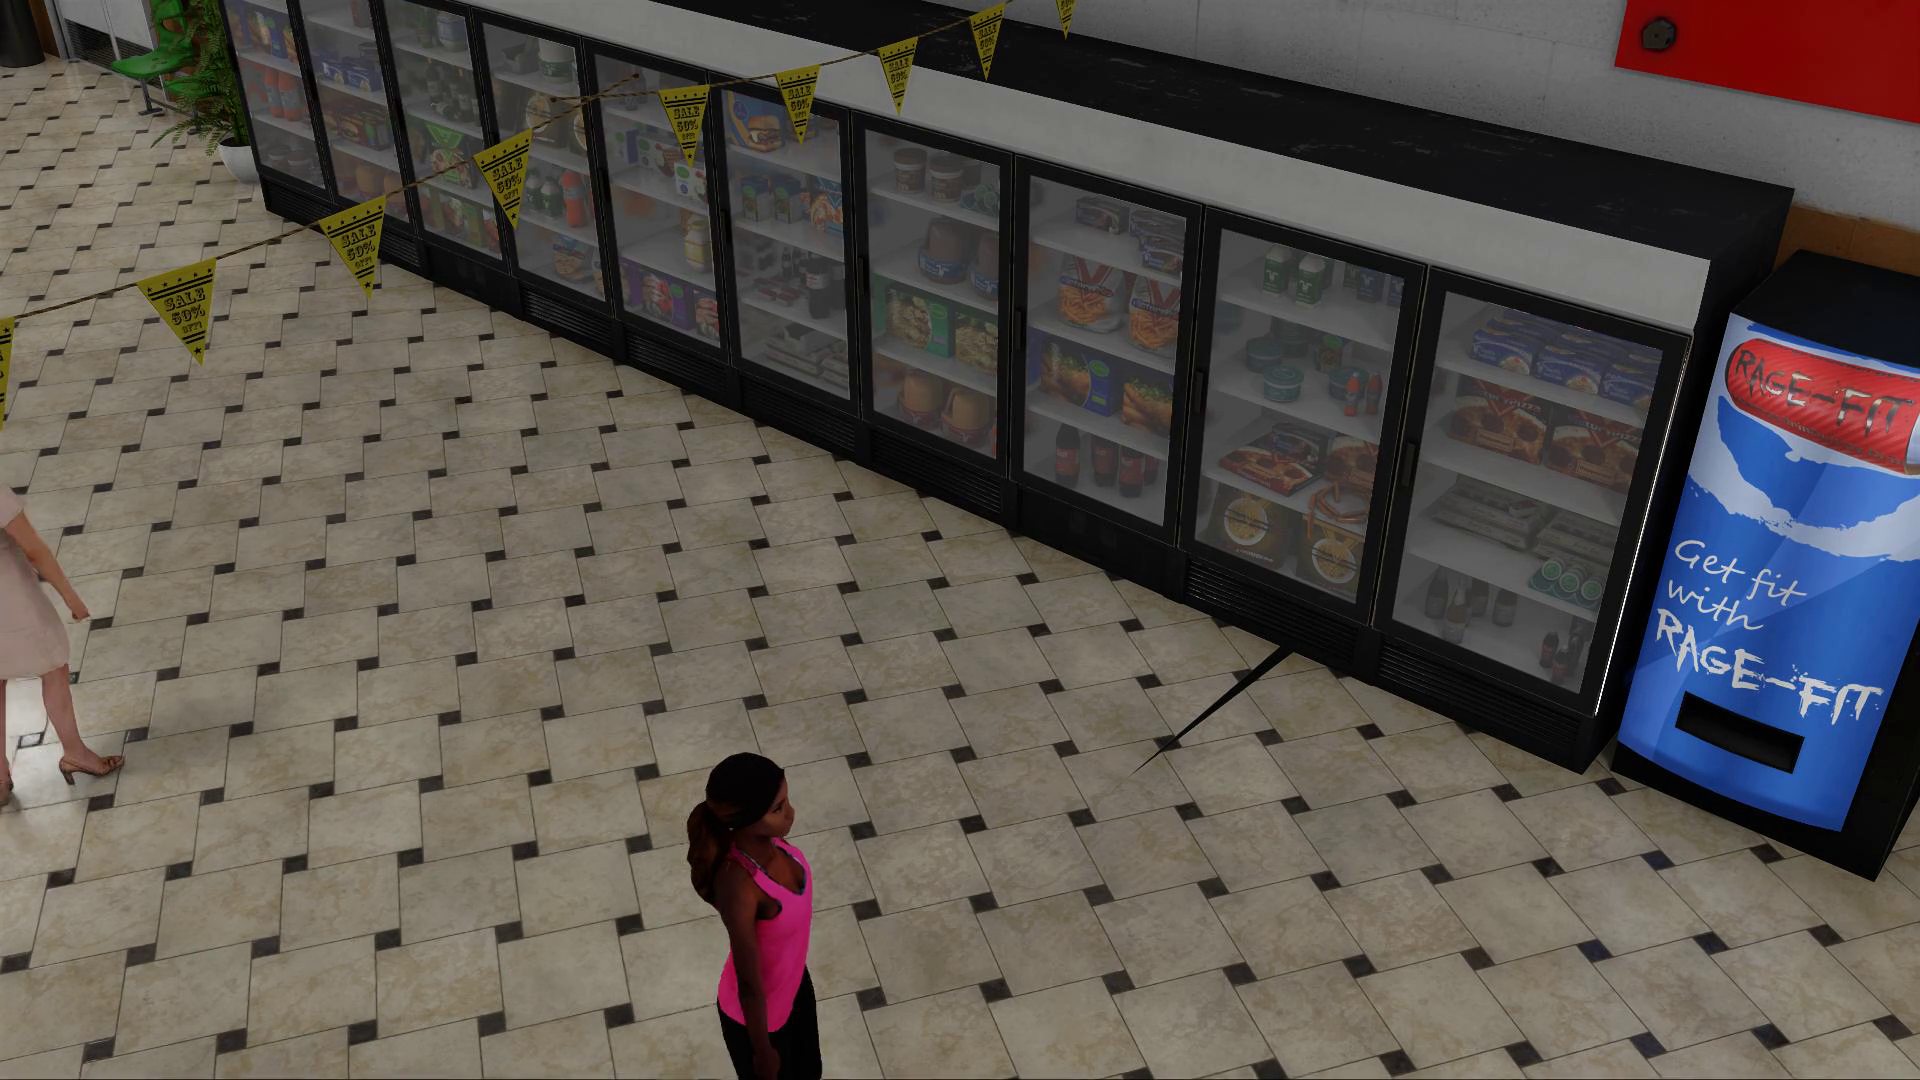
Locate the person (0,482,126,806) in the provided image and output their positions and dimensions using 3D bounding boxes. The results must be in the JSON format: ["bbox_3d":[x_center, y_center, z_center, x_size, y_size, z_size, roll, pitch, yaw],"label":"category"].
[{"bbox_3d":[-3.702,0.266,6.453,0.812,1.729,0.826,11,34,17],"label":"person"}]

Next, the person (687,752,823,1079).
[{"bbox_3d":[-0.641,1.318,4.783,0.911,1.707,0.981,5,32,9],"label":"person"}]
